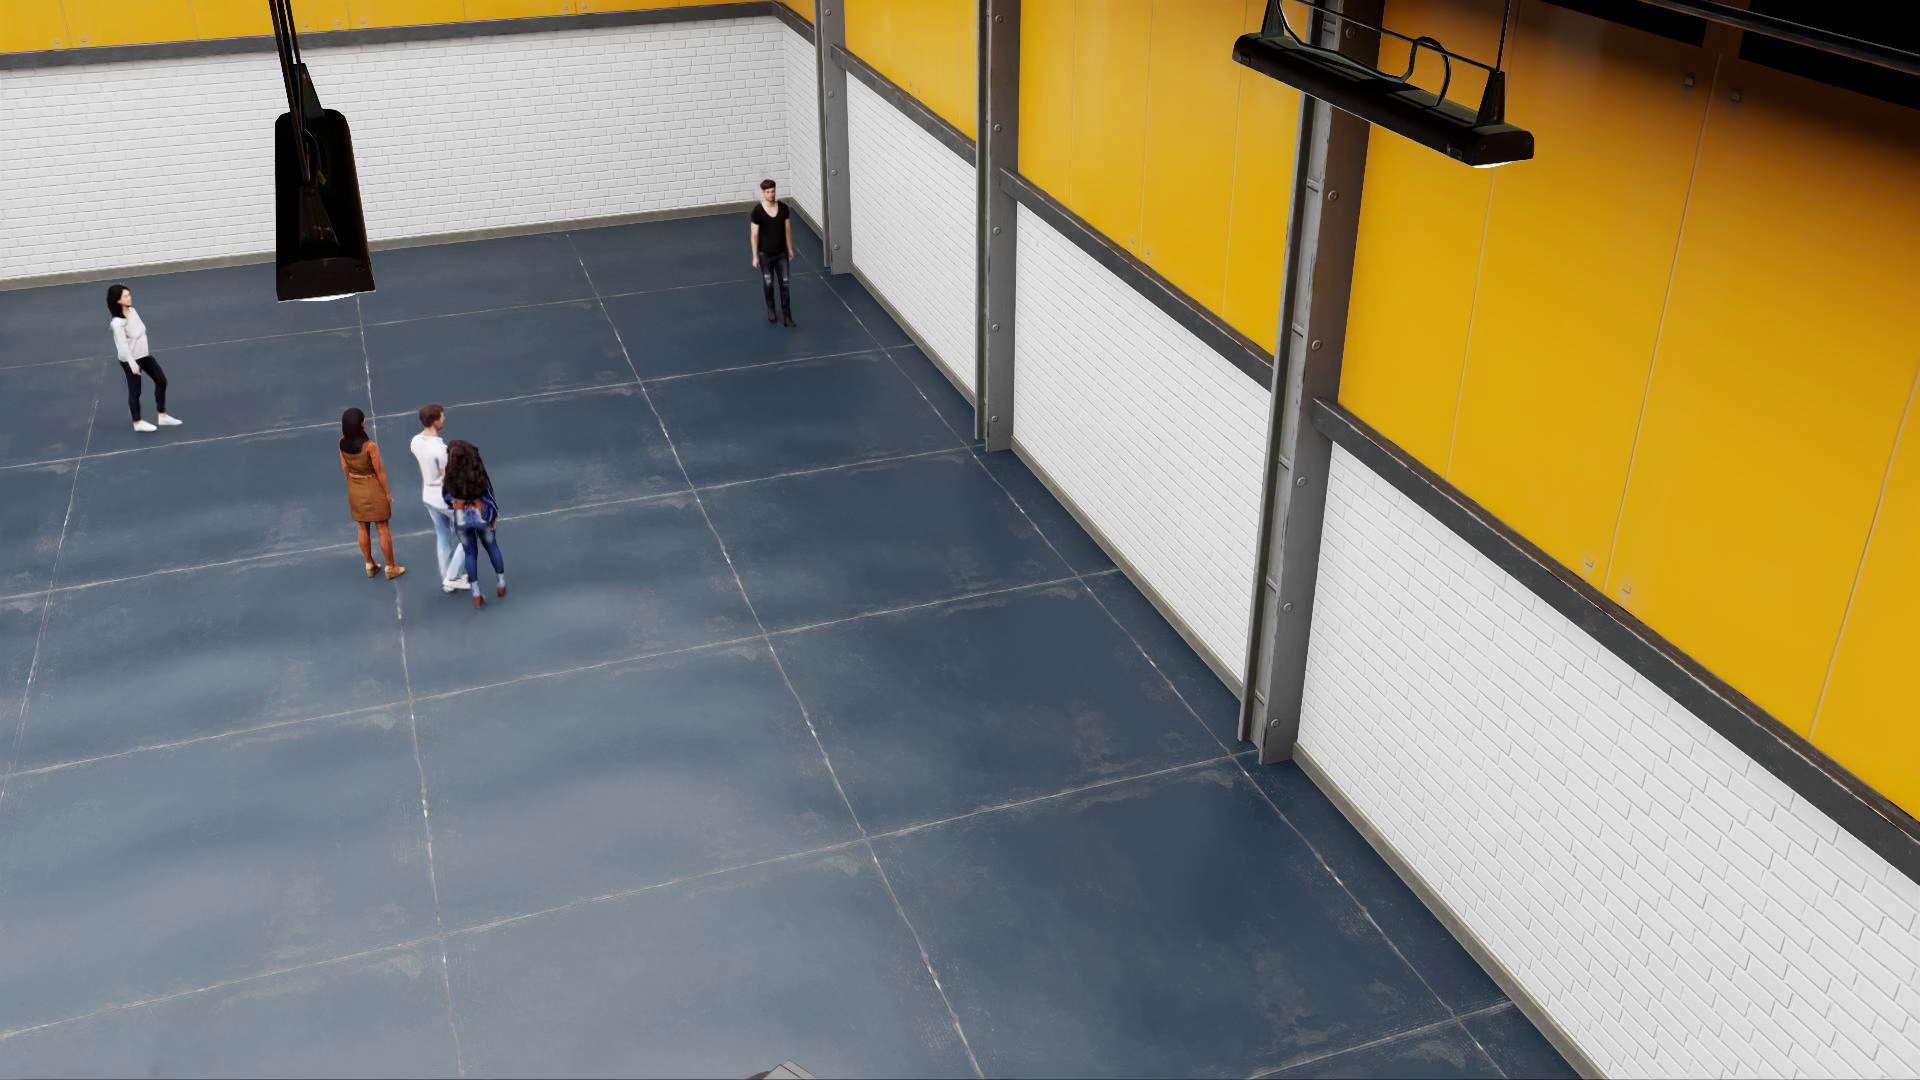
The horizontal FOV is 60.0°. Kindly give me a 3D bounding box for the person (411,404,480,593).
[{"bbox_3d":[-4.662,-0.313,14.801,0.785,1.840,0.876,18,34,30],"label":"person"}]

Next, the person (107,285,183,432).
[{"bbox_3d":[-8.997,-1.953,17.969,0.832,1.685,0.769,0,29,1],"label":"person"}]

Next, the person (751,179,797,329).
[{"bbox_3d":[-2.365,-3.620,20.841,0.738,1.862,1.057,-9,30,-15],"label":"person"}]

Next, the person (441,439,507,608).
[{"bbox_3d":[-4.334,-0.138,14.725,0.708,1.606,0.804,-3,29,-5],"label":"person"}]

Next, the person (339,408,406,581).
[{"bbox_3d":[-5.396,-0.419,15.155,0.639,1.687,0.674,8,30,14],"label":"person"}]
